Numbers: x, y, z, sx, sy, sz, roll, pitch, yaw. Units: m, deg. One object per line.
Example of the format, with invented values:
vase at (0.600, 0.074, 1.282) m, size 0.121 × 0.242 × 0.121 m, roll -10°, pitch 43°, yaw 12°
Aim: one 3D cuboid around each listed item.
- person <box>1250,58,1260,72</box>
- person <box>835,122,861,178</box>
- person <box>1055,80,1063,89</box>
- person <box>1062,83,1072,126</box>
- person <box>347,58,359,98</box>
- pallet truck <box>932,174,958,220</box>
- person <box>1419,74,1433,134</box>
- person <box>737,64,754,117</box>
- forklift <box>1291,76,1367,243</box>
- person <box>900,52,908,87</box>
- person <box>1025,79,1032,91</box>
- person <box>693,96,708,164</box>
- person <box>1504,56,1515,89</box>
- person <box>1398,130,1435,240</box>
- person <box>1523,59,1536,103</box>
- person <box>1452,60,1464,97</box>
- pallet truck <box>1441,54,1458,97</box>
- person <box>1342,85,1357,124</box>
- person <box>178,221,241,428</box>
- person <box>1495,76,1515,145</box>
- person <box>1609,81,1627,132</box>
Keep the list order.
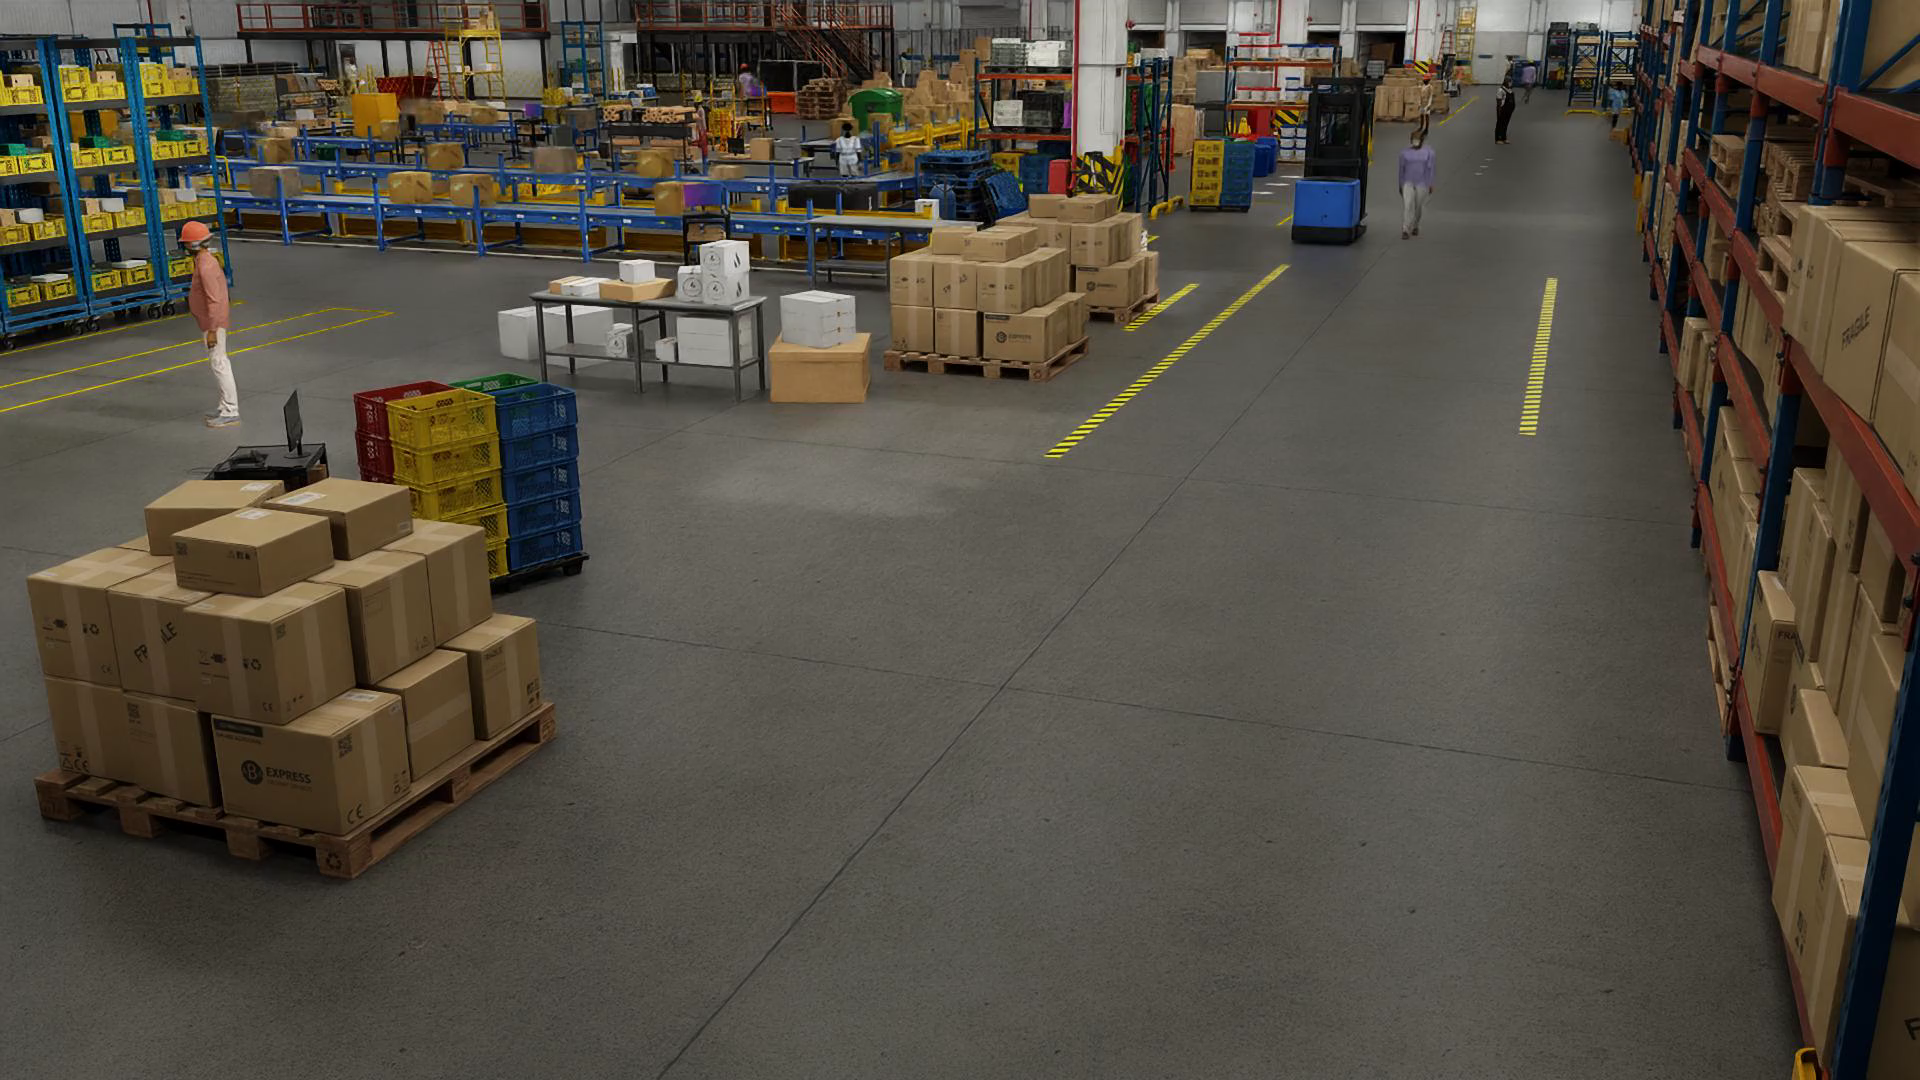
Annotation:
person at (14.545, -22.967, 82.168) m, size 0.493 × 1.740 × 0.325 m, roll 4°, pitch 18°, yaw 12°
person at (-2.361, -7.981, 35.172) m, size 0.549 × 1.679 × 0.566 m, roll 0°, pitch 18°, yaw 1°
person at (5.204, -24.632, 87.146) m, size 0.613 × 1.889 × 0.887 m, roll 8°, pitch 19°, yaw 23°
person at (3.256, -12.887, 50.364) m, size 0.611 × 1.817 × 0.425 m, roll 5°, pitch 18°, yaw 16°
person at (-28.195, -21.439, 77.206) m, size 0.935 × 1.849 × 0.584 m, roll 6°, pitch 18°, yaw 17°
pallet truck at (-0.507, -5.292, 27.348) m, size 0.653 × 1.274 × 1.630 m, roll 6°, pitch 19°, yaw 19°
person at (15.315, -14.364, 54.812) m, size 0.348 × 1.942 × 0.548 m, roll -8°, pitch 19°, yaw -24°
person at (-8.172, -16.981, 62.947) m, size 1.060 × 1.987 × 0.634 m, roll 14°, pitch 22°, yaw 36°
forklift at (6.598, -6.755, 29.381) m, size 1.129 × 2.768 × 1.873 m, roll 6°, pitch 19°, yaw 19°
person at (-2.962, -24.729, 87.542) m, size 0.430 × 1.844 × 0.623 m, roll 0°, pitch 18°, yaw 1°
person at (2.687, -17.474, 64.701) m, size 0.328 × 1.872 × 0.512 m, roll -1°, pitch 18°, yaw -3°
person at (-6.892, -10.892, 44.195) m, size 0.329 × 1.764 × 0.524 m, roll -5°, pitch 18°, yaw -15°
person at (26.725, -22.627, 80.942) m, size 0.504 × 1.840 × 0.345 m, roll -8°, pitch 19°, yaw -23°
person at (8.158, -6.374, 29.785) m, size 0.632 × 1.900 × 0.990 m, roll 6°, pitch 18°, yaw 17°
person at (24.948, -20.119, 72.931) m, size 0.510 × 1.915 × 0.603 m, roll -15°, pitch 23°, yaw -38°
person at (23.609, -21.930, 79.025) m, size 0.545 × 1.656 × 0.797 m, roll -10°, pitch 20°, yaw -28°
pallet truck at (22.765, -21.886, 78.355) m, size 0.823 × 1.965 × 1.885 m, roll -4°, pitch 18°, yaw -14°
person at (12.946, -14.361, 54.951) m, size 0.642 × 1.852 × 0.522 m, roll 10°, pitch 20°, yaw 30°
person at (-7.291, -2.097, 16.183) m, size 0.380 × 1.991 × 0.626 m, roll -8°, pitch 19°, yaw -23°
person at (16.639, -13.096, 50.666) m, size 0.682 × 2.000 × 0.538 m, roll -15°, pitch 23°, yaw -38°
person at (21.982, -14.430, 55.452) m, size 0.545 × 1.661 × 0.785 m, roll -4°, pitch 18°, yaw -13°
